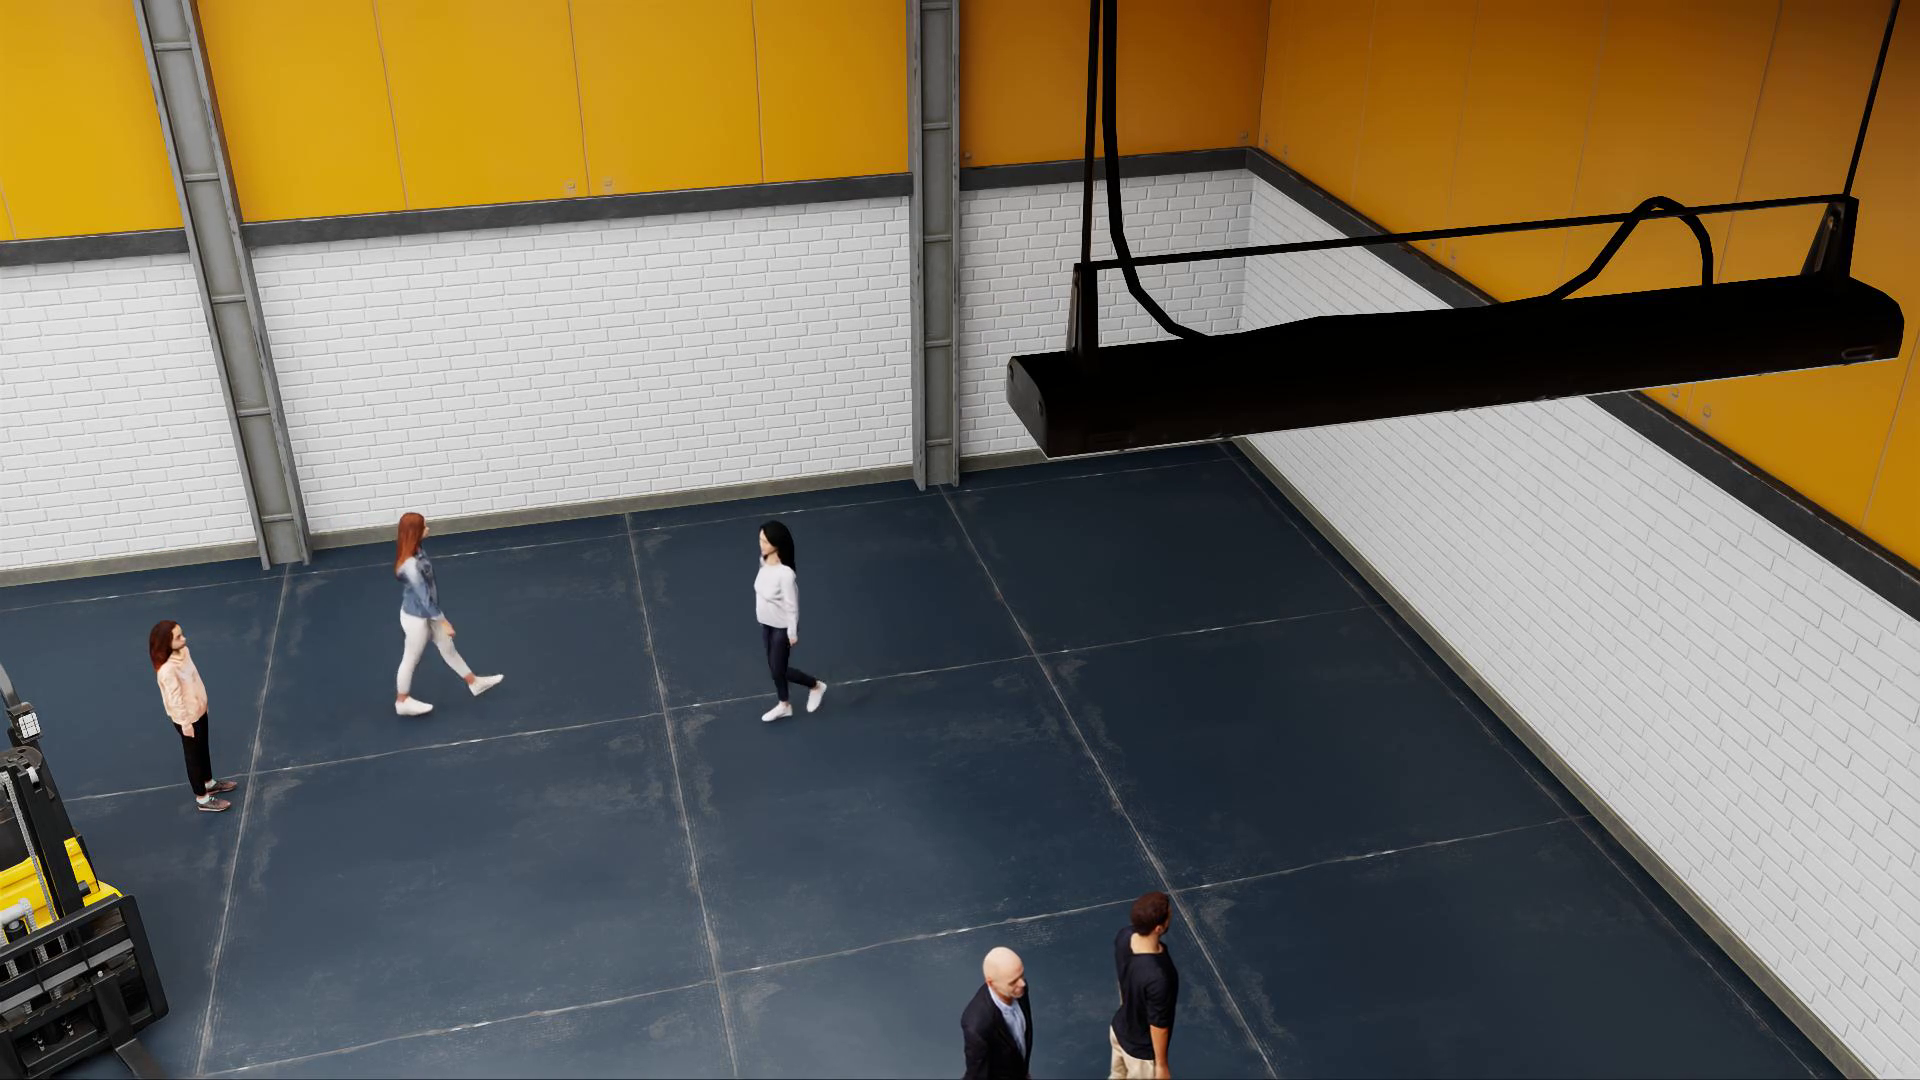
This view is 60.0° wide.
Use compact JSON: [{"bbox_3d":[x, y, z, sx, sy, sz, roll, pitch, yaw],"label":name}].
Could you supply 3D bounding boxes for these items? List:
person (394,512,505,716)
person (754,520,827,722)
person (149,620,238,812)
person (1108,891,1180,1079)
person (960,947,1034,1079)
[{"bbox_3d":[-4.125,0.598,12.404,1.045,1.662,0.665,-5,29,-9],"label":"person"},{"bbox_3d":[-1.266,0.596,12.376,0.814,1.691,0.729,-16,33,-27],"label":"person"},{"bbox_3d":[-5.326,1.194,11.496,0.533,1.484,0.581,-5,29,-8],"label":"person"},{"bbox_3d":[0.921,2.571,8.589,0.572,1.850,0.653,-10,30,-17],"label":"person"},{"bbox_3d":[0.183,2.739,8.334,0.815,1.799,0.749,16,33,27],"label":"person"}]
